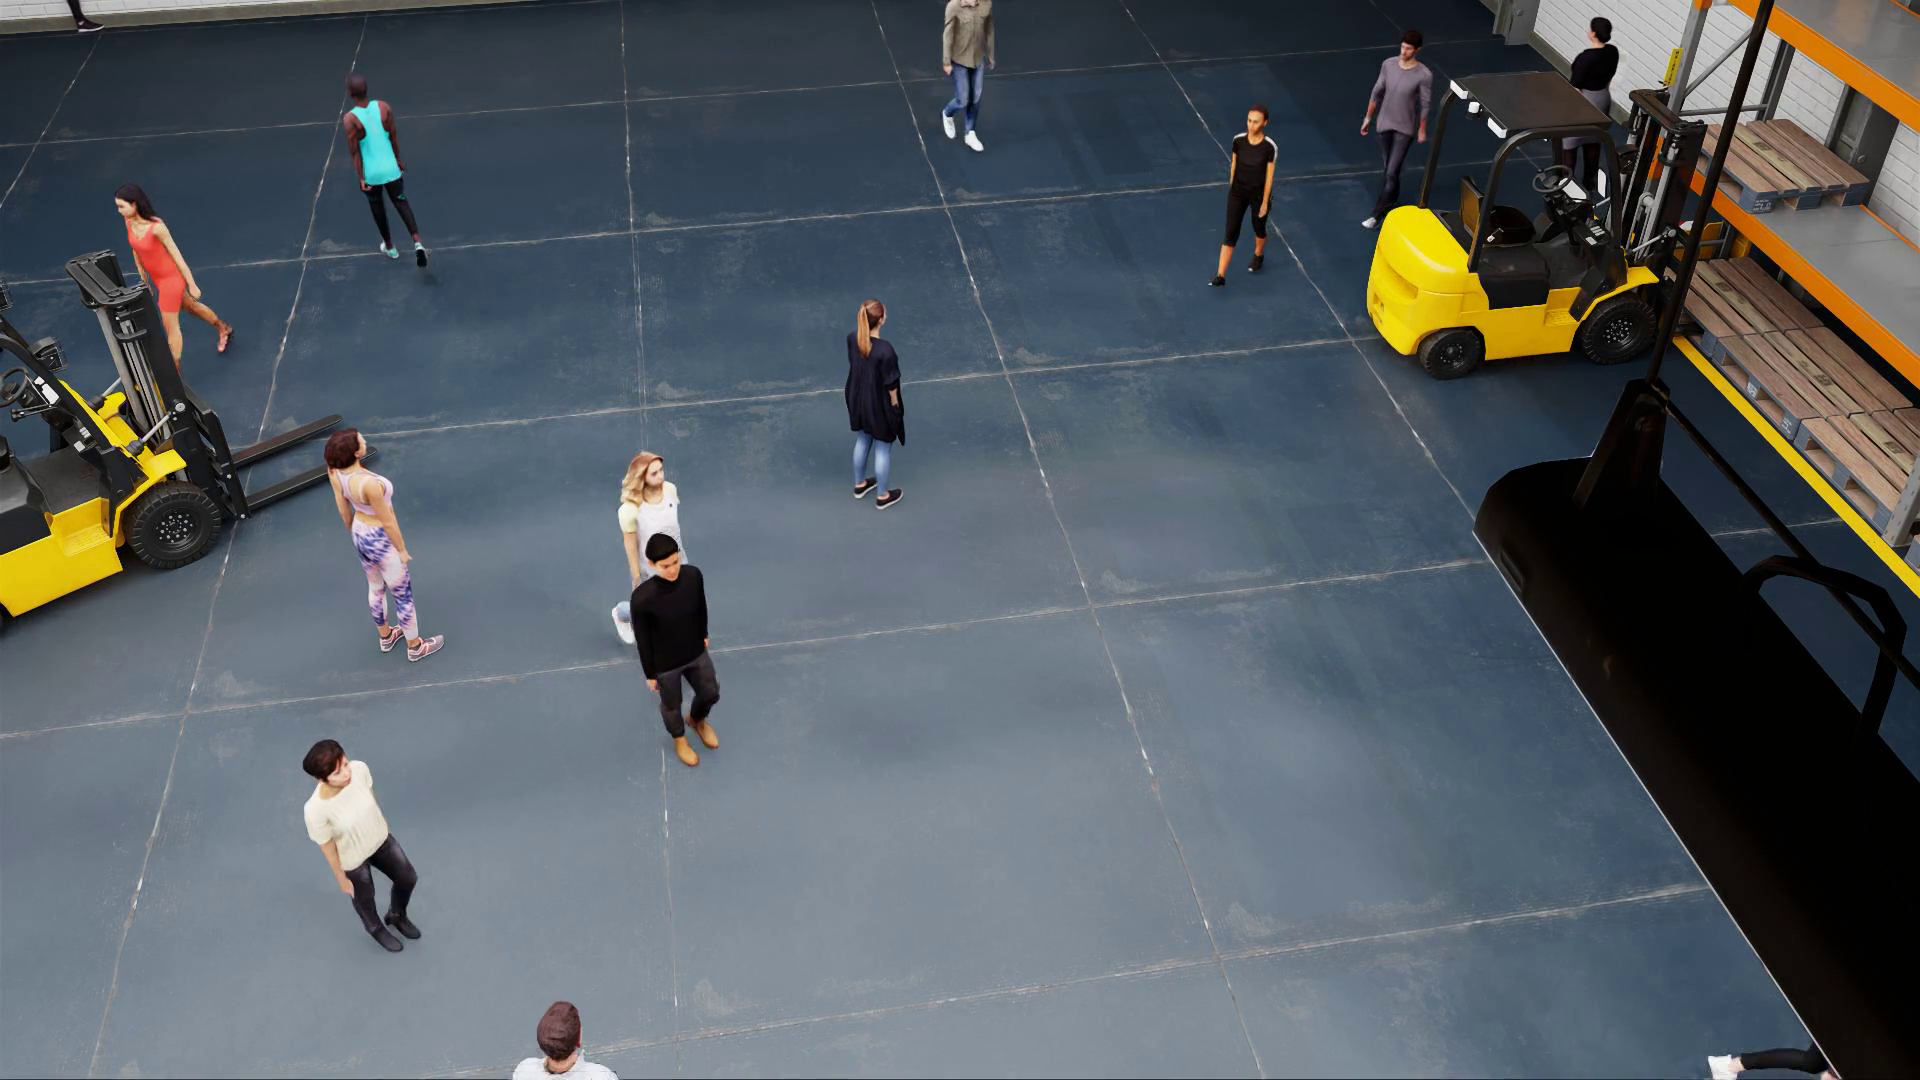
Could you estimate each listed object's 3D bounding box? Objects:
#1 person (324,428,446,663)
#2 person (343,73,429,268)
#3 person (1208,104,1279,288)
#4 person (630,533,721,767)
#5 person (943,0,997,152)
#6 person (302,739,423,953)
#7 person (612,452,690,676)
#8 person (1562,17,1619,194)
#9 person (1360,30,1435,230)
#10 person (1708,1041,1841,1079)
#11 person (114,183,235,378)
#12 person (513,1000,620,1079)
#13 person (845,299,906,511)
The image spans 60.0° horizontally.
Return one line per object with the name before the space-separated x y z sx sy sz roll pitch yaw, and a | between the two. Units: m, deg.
person | -3.704 0.021 10.586 0.673 1.767 0.712 18 42 22
person | -5.050 -3.210 14.612 0.904 1.791 1.125 -26 45 -28
person | 2.581 -3.028 14.525 1.059 1.616 1.159 21 43 24
person | -1.720 0.615 9.884 0.734 1.716 0.728 -23 44 -26
person | 0.038 -4.827 16.589 0.867 1.851 0.941 -21 43 -24
person | -3.203 1.607 8.752 0.763 1.577 0.688 19 43 23
person | -1.974 0.150 10.480 1.154 1.698 1.051 27 46 29
person | 5.925 -4.059 15.708 0.729 1.750 0.719 -16 41 -19
person | 4.091 -3.851 15.395 1.080 1.816 1.102 -29 47 -32
person | 4.073 2.300 7.807 1.075 1.673 1.043 20 43 23
person | -6.267 -2.119 13.338 1.095 1.677 1.216 16 41 19
person | -1.642 2.722 7.164 0.866 1.817 1.163 4 39 4
person | -0.625 -0.973 11.898 0.695 1.683 0.778 29 47 31
